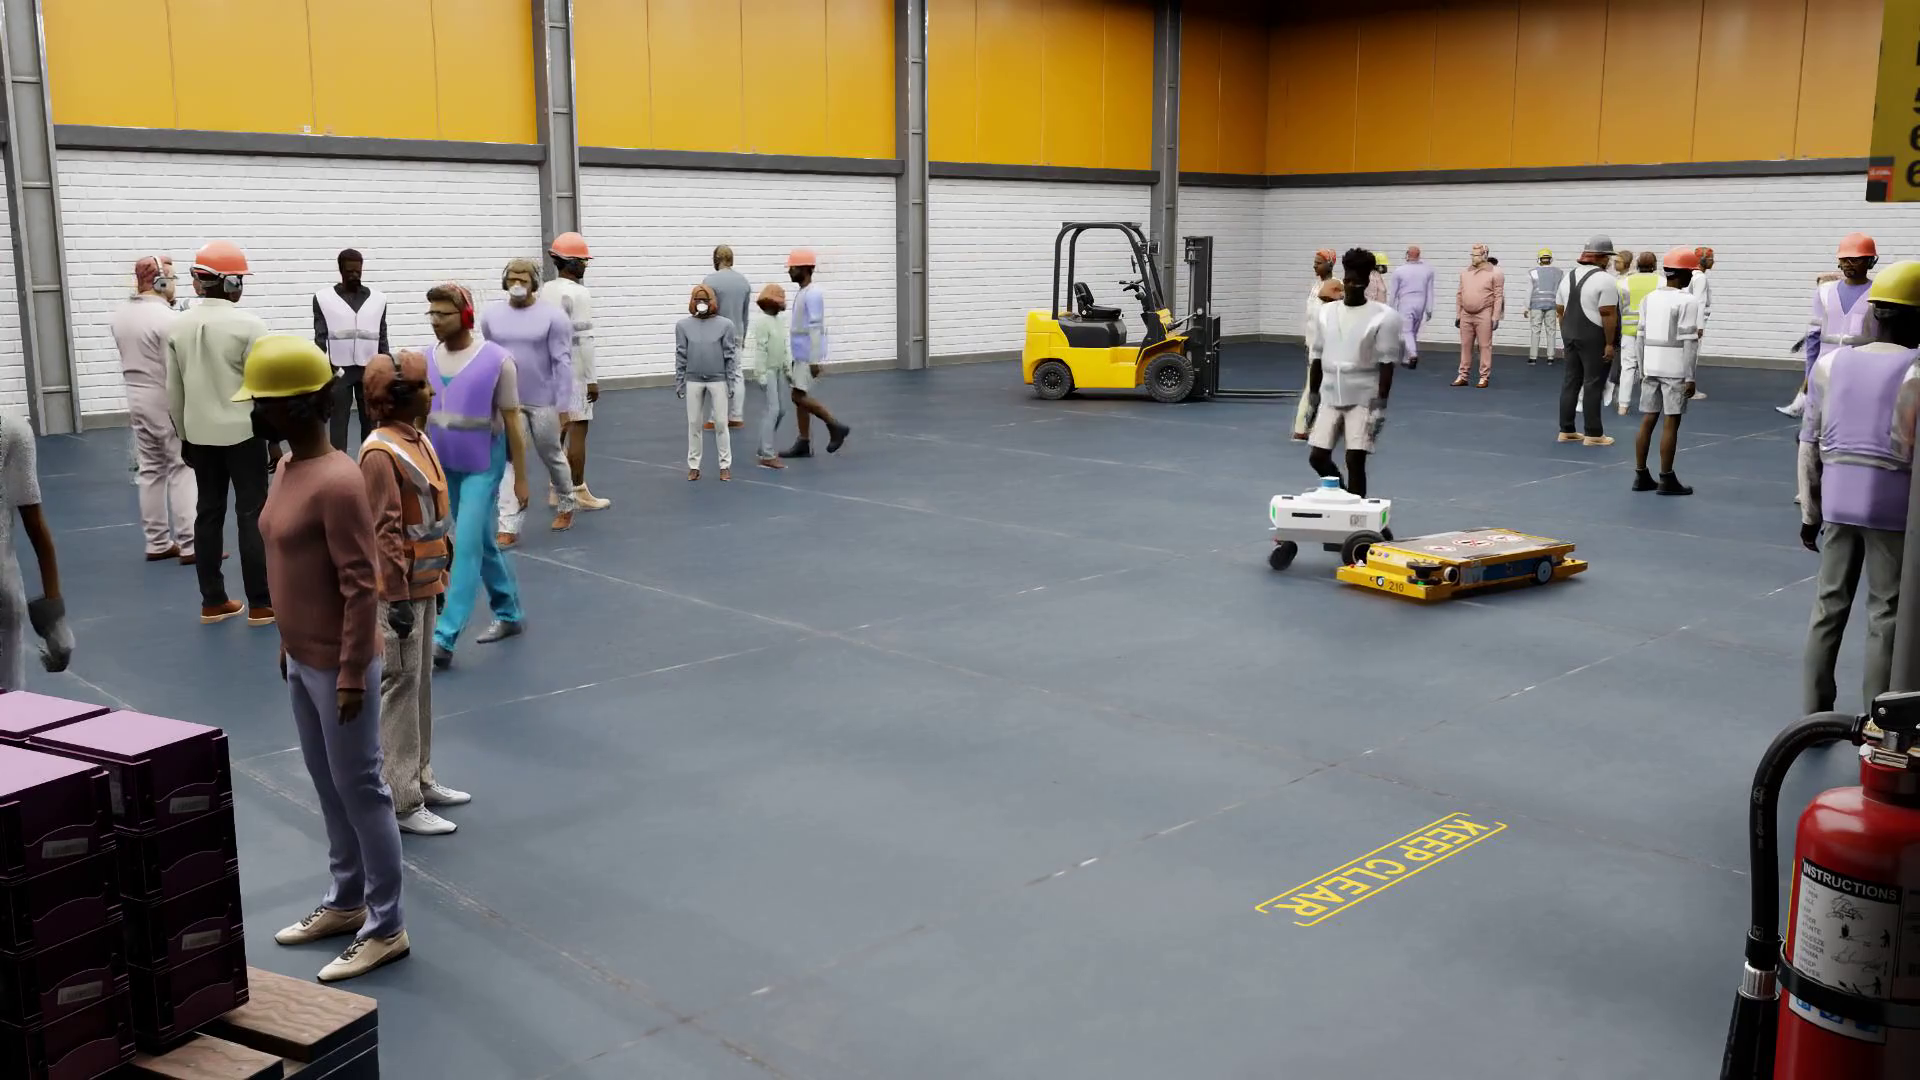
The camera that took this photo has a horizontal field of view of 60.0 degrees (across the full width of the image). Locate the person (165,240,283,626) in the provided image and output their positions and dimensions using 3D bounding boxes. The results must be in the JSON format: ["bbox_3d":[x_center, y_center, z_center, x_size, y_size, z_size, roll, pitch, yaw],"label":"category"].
[{"bbox_3d":[-3.794,-0.548,8.659,0.622,1.992,0.396,3,11,14],"label":"person"}]

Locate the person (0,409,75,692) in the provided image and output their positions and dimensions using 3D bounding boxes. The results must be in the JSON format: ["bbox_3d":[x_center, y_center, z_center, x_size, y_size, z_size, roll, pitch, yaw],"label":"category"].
[{"bbox_3d":[-2.959,0.221,4.959,0.540,1.827,0.809,-6,12,-30],"label":"person"}]

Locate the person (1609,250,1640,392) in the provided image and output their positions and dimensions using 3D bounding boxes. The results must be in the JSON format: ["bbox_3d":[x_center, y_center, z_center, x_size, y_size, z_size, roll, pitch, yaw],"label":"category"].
[{"bbox_3d":[8.557,-2.821,21.485,0.509,1.835,0.529,0,10,-2],"label":"person"}]

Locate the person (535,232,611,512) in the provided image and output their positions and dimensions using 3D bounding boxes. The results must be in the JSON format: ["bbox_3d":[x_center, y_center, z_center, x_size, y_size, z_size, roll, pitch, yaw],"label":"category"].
[{"bbox_3d":[-2.847,-1.230,12.245,0.615,2.040,0.391,10,14,42],"label":"person"}]

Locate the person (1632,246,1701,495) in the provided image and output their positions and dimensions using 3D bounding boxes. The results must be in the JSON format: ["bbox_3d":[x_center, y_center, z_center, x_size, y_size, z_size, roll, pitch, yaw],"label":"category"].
[{"bbox_3d":[5.561,-1.321,13.030,0.375,1.935,0.551,-4,11,-22],"label":"person"}]

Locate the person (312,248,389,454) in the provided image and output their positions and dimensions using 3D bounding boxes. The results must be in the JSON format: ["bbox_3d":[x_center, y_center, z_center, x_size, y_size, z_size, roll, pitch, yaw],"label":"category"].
[{"bbox_3d":[-4.838,-1.356,13.280,0.587,1.918,0.391,-8,13,-36],"label":"person"}]

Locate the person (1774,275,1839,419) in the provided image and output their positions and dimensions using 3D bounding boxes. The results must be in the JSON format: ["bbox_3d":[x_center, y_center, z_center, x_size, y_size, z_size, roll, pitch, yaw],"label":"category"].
[{"bbox_3d":[9.421,-2.096,18.199,0.891,1.585,0.522,1,10,5],"label":"person"}]

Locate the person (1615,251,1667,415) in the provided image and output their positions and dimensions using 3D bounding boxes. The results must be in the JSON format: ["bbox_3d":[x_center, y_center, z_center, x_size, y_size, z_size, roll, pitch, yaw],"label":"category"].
[{"bbox_3d":[7.684,-2.318,18.725,0.626,1.846,0.429,6,12,29],"label":"person"}]

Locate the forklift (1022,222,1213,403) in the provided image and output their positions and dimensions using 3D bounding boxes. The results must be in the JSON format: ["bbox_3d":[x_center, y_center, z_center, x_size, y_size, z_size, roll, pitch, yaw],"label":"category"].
[{"bbox_3d":[1.935,-2.847,20.651,2.313,2.155,1.214,2,11,13],"label":"forklift"}]

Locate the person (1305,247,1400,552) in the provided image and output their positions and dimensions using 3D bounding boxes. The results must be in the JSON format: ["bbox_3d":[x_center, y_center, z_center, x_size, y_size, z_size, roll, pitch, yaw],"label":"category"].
[{"bbox_3d":[2.522,-0.906,10.738,0.628,1.945,0.505,9,14,41],"label":"person"}]

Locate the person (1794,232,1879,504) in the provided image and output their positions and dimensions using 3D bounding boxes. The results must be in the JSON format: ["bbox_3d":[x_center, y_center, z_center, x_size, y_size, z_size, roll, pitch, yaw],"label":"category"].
[{"bbox_3d":[6.579,-1.250,12.352,0.372,2.044,0.607,-9,14,-42],"label":"person"}]

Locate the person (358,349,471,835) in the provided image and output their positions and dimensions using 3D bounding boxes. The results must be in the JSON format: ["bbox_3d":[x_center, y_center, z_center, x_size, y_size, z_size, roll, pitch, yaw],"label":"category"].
[{"bbox_3d":[-1.883,0.175,5.678,0.309,1.643,0.514,-1,10,-6],"label":"person"}]

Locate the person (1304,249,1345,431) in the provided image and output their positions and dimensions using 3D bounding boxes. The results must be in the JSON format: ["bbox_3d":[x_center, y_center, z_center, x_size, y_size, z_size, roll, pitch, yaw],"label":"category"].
[{"bbox_3d":[3.715,-2.027,17.032,0.356,1.883,0.573,-4,11,-22],"label":"person"}]

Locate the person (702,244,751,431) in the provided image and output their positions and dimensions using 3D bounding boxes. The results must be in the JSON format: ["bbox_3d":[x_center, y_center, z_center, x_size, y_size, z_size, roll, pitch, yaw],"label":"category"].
[{"bbox_3d":[-2.438,-2.090,17.238,0.389,1.932,0.635,8,13,37],"label":"person"}]

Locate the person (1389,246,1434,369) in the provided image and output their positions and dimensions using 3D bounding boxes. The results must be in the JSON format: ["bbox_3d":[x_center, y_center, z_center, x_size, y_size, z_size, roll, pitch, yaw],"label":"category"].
[{"bbox_3d":[6.901,-3.553,25.390,0.643,1.872,0.939,-1,10,-6],"label":"person"}]

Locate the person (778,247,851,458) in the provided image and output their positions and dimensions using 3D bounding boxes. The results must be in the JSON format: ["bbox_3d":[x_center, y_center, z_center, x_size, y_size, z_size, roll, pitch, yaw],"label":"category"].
[{"bbox_3d":[-1.362,-1.688,15.086,0.520,1.926,0.549,-3,11,-14],"label":"person"}]

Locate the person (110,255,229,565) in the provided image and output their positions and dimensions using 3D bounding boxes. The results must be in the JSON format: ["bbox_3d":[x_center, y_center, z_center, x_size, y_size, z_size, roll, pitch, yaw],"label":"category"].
[{"bbox_3d":[-4.883,-0.792,10.246,0.648,1.906,0.415,7,12,32],"label":"person"}]

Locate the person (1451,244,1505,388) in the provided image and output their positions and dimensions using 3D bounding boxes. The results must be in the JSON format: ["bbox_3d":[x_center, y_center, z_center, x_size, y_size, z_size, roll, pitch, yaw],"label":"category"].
[{"bbox_3d":[6.888,-2.980,22.175,0.402,1.904,0.638,-10,14,-44],"label":"person"}]

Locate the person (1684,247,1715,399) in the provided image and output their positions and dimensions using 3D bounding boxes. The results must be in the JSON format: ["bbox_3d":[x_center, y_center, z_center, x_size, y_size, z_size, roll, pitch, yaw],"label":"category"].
[{"bbox_3d":[9.134,-2.688,20.649,0.346,1.882,0.576,2,11,12],"label":"person"}]

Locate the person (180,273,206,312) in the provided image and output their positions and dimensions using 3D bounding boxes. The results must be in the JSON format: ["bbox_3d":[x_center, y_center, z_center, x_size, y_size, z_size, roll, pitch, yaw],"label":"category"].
[{"bbox_3d":[-7.822,-1.964,17.342,0.514,1.643,0.308,-3,11,-16],"label":"person"}]

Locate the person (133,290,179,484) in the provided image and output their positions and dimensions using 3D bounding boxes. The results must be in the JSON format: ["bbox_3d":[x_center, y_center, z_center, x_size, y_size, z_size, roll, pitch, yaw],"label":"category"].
[{"bbox_3d":[-6.373,-1.295,13.489,0.832,1.704,0.514,-1,10,-4],"label":"person"}]

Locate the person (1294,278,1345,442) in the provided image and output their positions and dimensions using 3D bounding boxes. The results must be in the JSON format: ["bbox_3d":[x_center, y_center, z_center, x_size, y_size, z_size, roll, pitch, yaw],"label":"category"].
[{"bbox_3d":[3.660,-1.754,16.308,0.818,1.590,0.518,-3,11,-15],"label":"person"}]

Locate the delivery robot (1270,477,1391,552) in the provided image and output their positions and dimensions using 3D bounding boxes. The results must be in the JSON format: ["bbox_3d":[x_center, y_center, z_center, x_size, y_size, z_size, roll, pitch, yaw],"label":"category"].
[{"bbox_3d":[2.250,-0.142,10.116,0.707,0.478,0.477,3,11,17],"label":"delivery robot"}]

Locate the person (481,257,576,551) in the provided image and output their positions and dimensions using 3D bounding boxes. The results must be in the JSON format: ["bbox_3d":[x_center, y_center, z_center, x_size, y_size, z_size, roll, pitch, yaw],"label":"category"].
[{"bbox_3d":[-2.843,-0.928,11.032,0.630,1.893,1.035,1,10,7],"label":"person"}]

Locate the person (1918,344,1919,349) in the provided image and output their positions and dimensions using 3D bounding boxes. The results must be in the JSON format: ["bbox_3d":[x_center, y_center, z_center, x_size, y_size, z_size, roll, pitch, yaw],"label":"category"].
[{"bbox_3d":[9.934,-2.005,16.968,1.047,1.884,0.618,-2,11,-9],"label":"person"}]

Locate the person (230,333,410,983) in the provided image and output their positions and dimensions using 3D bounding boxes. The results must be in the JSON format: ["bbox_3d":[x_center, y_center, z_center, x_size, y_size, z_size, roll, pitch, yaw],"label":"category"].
[{"bbox_3d":[-1.755,0.322,4.543,0.328,1.765,0.532,-8,13,-39],"label":"person"}]

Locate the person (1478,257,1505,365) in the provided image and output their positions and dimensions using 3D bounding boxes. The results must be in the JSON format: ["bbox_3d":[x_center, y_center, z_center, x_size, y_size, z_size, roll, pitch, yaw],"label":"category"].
[{"bbox_3d":[8.286,-3.573,26.009,0.562,1.679,0.576,10,15,44],"label":"person"}]

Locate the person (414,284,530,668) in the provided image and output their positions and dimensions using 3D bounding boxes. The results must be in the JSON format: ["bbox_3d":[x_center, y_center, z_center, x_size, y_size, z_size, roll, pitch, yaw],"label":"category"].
[{"bbox_3d":[-2.408,-0.318,7.959,0.597,1.789,0.983,5,11,24],"label":"person"}]

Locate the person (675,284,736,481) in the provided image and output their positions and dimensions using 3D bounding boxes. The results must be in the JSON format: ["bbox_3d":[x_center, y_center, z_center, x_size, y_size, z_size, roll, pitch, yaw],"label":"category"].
[{"bbox_3d":[-2.094,-1.293,13.732,0.502,1.627,0.277,0,10,1],"label":"person"}]

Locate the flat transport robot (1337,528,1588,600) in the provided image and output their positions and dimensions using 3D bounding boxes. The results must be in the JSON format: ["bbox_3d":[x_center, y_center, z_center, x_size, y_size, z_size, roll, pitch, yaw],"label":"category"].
[{"bbox_3d":[2.951,0.120,9.721,1.431,0.197,0.652,-7,12,-33],"label":"flat transport robot"}]

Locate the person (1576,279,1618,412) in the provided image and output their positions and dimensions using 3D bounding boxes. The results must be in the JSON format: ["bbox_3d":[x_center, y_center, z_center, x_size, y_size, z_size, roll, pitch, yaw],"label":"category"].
[{"bbox_3d":[7.351,-2.425,19.184,0.823,1.899,0.583,-6,12,-30],"label":"person"}]

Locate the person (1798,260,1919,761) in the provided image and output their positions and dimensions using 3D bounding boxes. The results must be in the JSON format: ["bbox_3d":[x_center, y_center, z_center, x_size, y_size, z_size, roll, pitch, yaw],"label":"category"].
[{"bbox_3d":[3.548,-0.108,6.442,0.386,1.926,0.591,-6,12,-30],"label":"person"}]

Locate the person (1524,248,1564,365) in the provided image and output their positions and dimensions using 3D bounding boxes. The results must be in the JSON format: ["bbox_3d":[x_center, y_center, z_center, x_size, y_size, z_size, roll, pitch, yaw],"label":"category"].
[{"bbox_3d":[9.129,-3.649,26.035,0.586,1.824,0.403,1,10,5],"label":"person"}]

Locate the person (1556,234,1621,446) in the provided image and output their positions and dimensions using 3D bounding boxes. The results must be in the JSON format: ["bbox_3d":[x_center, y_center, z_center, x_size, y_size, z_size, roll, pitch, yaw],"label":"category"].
[{"bbox_3d":[6.144,-1.945,16.149,0.535,2.000,0.684,-4,11,-21],"label":"person"}]

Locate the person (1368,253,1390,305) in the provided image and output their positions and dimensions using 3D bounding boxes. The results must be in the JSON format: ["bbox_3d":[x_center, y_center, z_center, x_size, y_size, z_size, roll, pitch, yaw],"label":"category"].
[{"bbox_3d":[5.897,-3.157,23.507,0.310,1.768,0.533,5,12,25],"label":"person"}]

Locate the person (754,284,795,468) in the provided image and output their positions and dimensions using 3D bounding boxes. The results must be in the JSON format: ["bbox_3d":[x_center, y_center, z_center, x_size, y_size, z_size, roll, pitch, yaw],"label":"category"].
[{"bbox_3d":[-1.682,-1.448,14.647,0.464,1.608,0.541,3,11,17],"label":"person"}]
